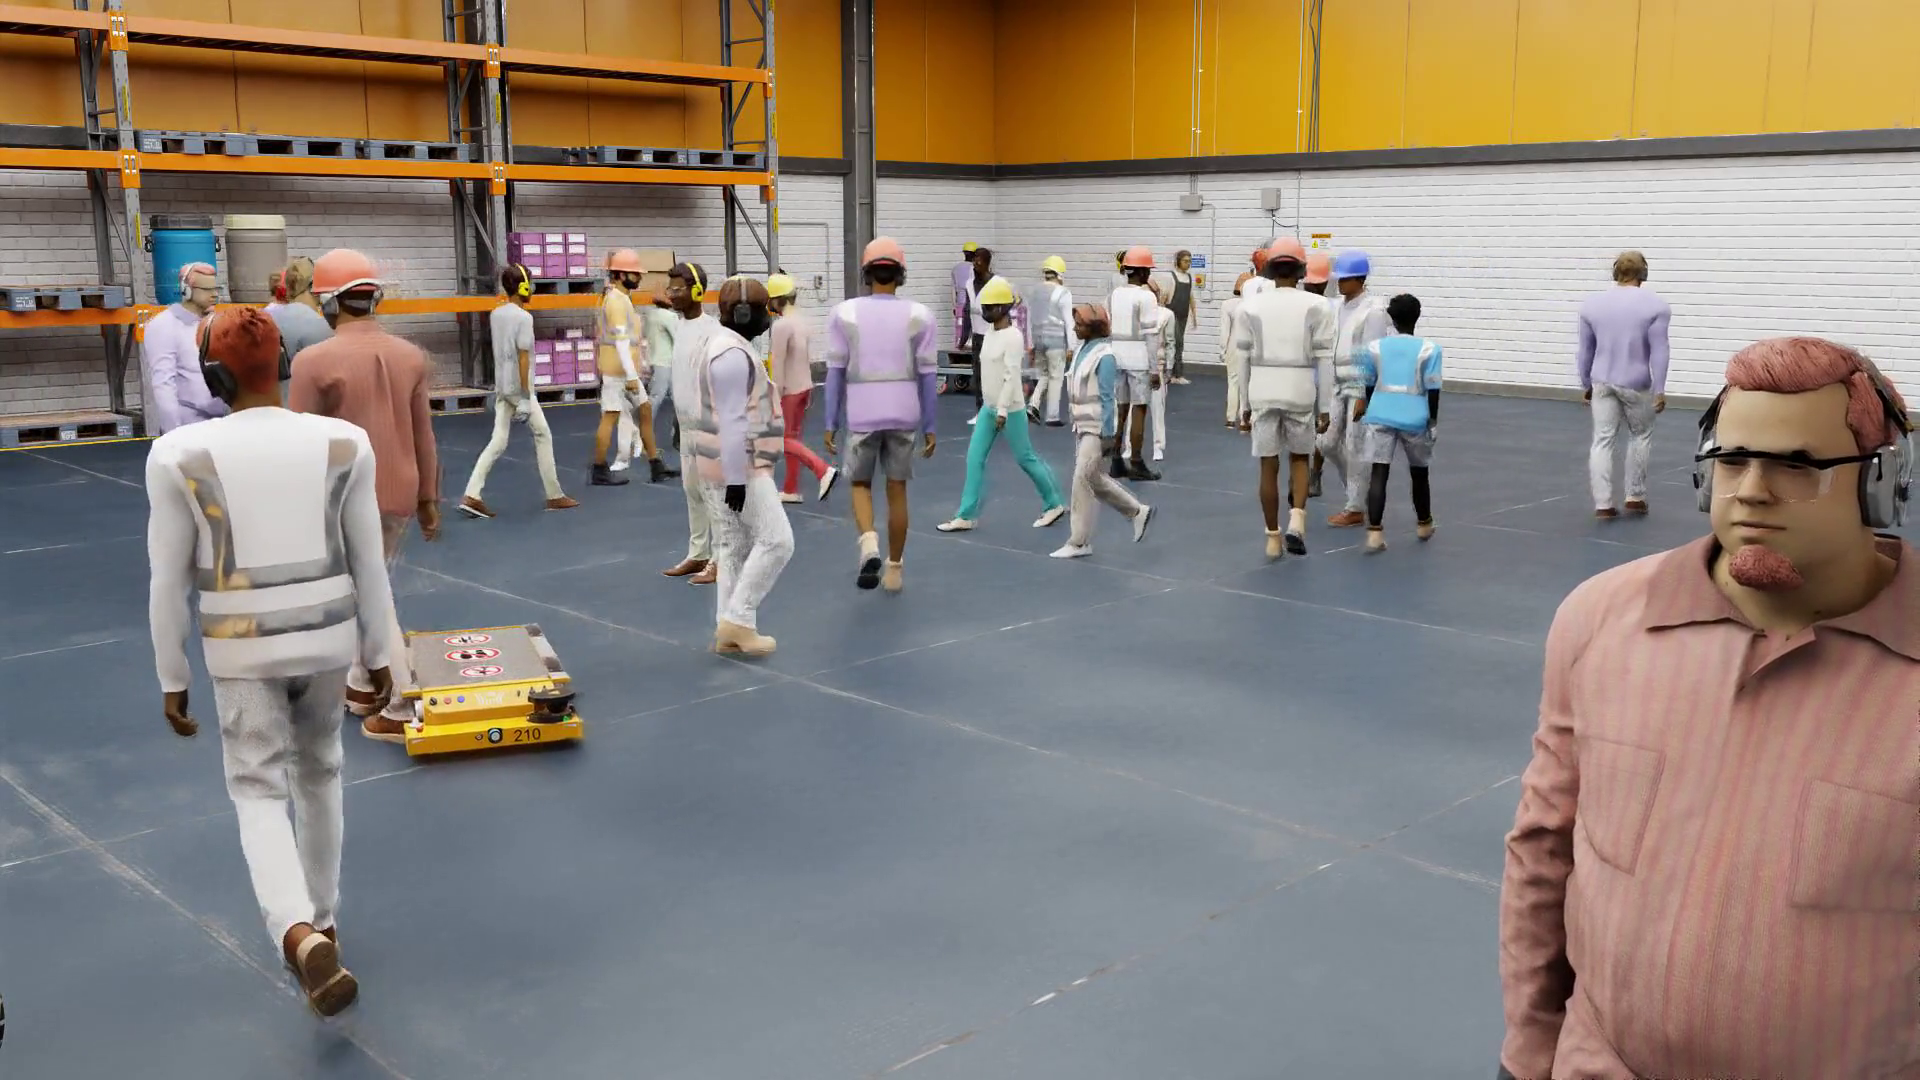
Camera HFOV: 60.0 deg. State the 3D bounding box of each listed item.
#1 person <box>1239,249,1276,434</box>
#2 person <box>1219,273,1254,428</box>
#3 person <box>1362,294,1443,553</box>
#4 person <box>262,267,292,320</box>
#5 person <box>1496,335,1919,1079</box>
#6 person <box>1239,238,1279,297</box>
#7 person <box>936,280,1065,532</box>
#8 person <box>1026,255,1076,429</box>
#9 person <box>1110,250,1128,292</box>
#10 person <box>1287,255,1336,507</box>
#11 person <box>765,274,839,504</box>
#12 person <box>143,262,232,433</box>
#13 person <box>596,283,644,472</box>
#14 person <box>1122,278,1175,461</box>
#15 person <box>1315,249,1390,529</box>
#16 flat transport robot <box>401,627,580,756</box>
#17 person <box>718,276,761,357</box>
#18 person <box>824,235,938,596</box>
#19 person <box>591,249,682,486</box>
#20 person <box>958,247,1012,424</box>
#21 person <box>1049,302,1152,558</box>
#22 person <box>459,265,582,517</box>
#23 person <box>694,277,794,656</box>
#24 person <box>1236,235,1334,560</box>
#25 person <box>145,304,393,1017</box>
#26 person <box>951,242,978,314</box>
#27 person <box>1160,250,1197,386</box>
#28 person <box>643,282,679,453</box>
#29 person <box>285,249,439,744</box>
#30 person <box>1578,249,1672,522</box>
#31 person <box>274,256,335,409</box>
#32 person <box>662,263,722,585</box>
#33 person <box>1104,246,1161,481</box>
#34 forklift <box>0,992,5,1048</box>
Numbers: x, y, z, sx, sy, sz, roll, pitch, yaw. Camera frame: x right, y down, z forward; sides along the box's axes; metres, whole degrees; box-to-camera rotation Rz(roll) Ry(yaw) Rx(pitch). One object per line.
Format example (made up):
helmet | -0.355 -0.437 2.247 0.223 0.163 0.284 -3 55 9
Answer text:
person | 3.028 -1.984 16.796 0.356 1.883 0.573 -4 11 -22
person | 2.975 -1.981 17.454 0.508 1.632 0.270 1 10 5
person | 2.863 -0.768 10.788 0.540 1.644 0.865 5 12 27
person | -4.767 -1.022 11.794 0.725 1.807 0.570 -10 14 -43
person | 0.963 0.705 2.071 0.653 1.908 0.405 9 14 40
person | 3.541 -2.405 18.658 1.020 2.000 0.697 -5 11 -23
person | 0.313 -0.916 11.409 0.923 1.722 0.526 -6 12 -29
person | 0.965 -2.055 17.376 0.414 1.816 0.606 -9 14 -40
person | 2.051 -2.876 21.811 0.834 1.836 0.508 8 13 38
person | 2.663 -1.198 12.550 0.534 1.864 1.079 3 11 14
person | -1.202 -1.108 12.383 0.563 1.738 0.540 3 11 18
person | -4.447 -0.684 9.769 0.829 1.878 0.665 5 12 26
person | -2.907 -1.420 14.437 0.517 1.623 0.555 6 12 31
person | 1.685 -1.537 15.018 0.515 1.641 0.308 4 11 21
person | 2.690 -1.028 11.459 0.465 1.924 0.626 -5 11 -23
flat transport robot | -2.059 0.599 7.108 0.652 0.197 1.431 -4 11 -21
person | -1.523 -0.970 11.642 0.315 1.742 0.492 0 10 -1
person | -0.440 -0.672 9.265 0.660 2.018 0.612 -1 10 -5
person | -2.604 -1.379 13.435 0.891 1.897 0.577 -1 10 -4
person | 0.292 -2.180 17.822 0.460 1.899 0.619 -8 13 -38
person | 0.901 -0.689 10.464 0.660 1.615 0.514 -3 11 -16
person | -3.251 -1.074 12.030 0.531 1.827 0.963 8 13 38
person | -1.028 -0.332 7.945 0.465 1.822 0.649 -2 11 -10
person | 2.013 -0.877 10.372 0.604 2.023 0.453 2 11 13
person | -1.772 0.316 4.354 0.591 1.859 0.823 -7 12 -33
person | 0.147 -3.649 25.774 0.584 1.919 0.381 5 12 27
person | 2.983 -2.963 22.323 0.556 1.814 0.728 -8 13 -37
person | -2.692 -1.619 15.621 0.866 1.586 0.502 -6 12 -30
person | -2.505 -0.176 6.730 0.872 1.963 0.617 6 12 28
person | 4.755 -1.098 11.862 0.662 1.914 0.770 9 13 39
person | -3.582 -0.564 8.971 0.694 1.917 0.659 -8 13 -36
person | -1.538 -0.672 9.688 0.310 1.864 0.533 -8 13 -37
person | 1.450 -1.454 13.781 0.372 1.933 0.564 -9 13 -39
forklift | -3.245 0.323 3.363 2.313 2.155 1.214 2 11 13
